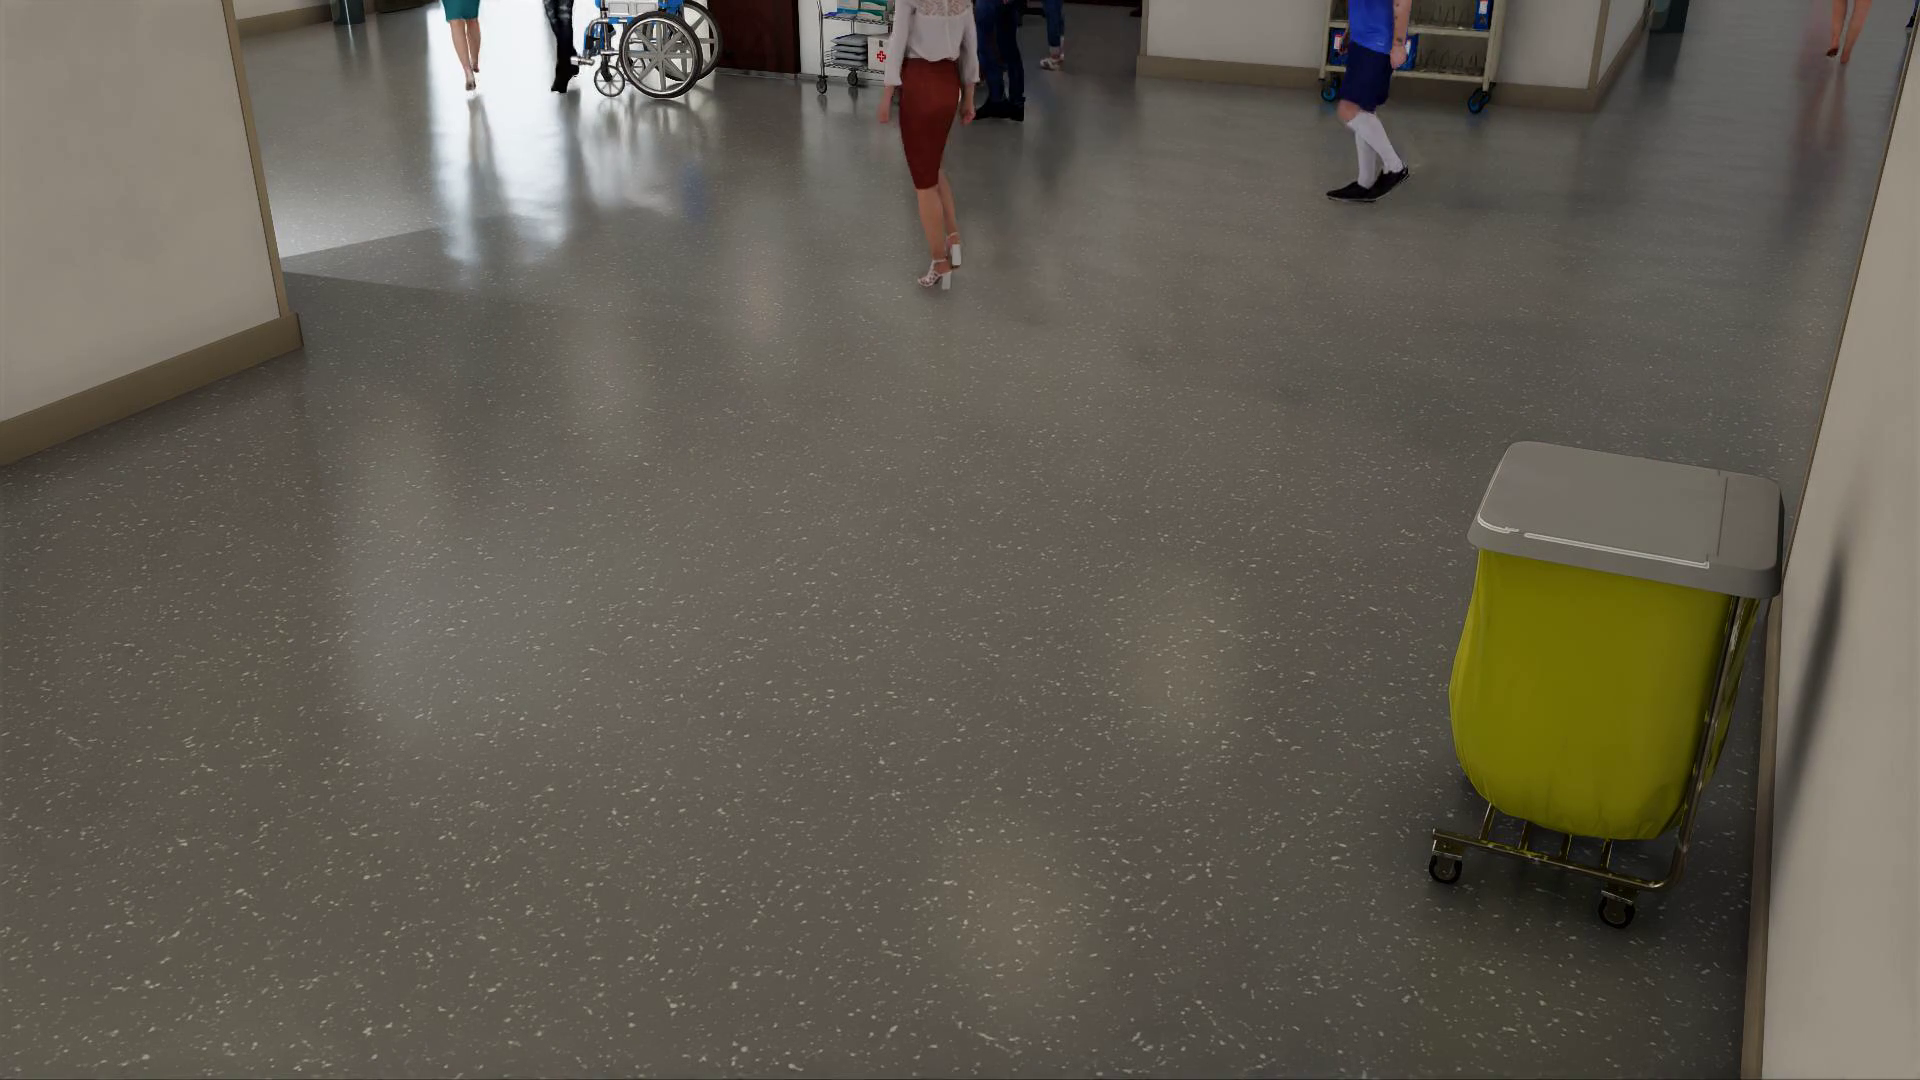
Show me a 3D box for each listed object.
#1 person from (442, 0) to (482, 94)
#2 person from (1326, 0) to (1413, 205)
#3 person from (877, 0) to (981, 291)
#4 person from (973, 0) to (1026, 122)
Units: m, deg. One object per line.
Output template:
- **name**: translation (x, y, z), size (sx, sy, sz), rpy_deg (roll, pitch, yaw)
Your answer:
- **person**: translation (-3.759, -4.177, 12.464), size (0.977, 1.641, 1.018), rpy_deg (-8, 27, -17)
- **person**: translation (2.419, -2.804, 9.400), size (0.859, 1.828, 0.817), rpy_deg (-2, 26, -4)
- **person**: translation (-0.096, -2.015, 7.868), size (0.686, 1.738, 0.693), rpy_deg (-22, 33, -38)
- **person**: translation (0.380, -3.835, 11.485), size (0.759, 1.875, 0.791), rpy_deg (3, 26, 7)
